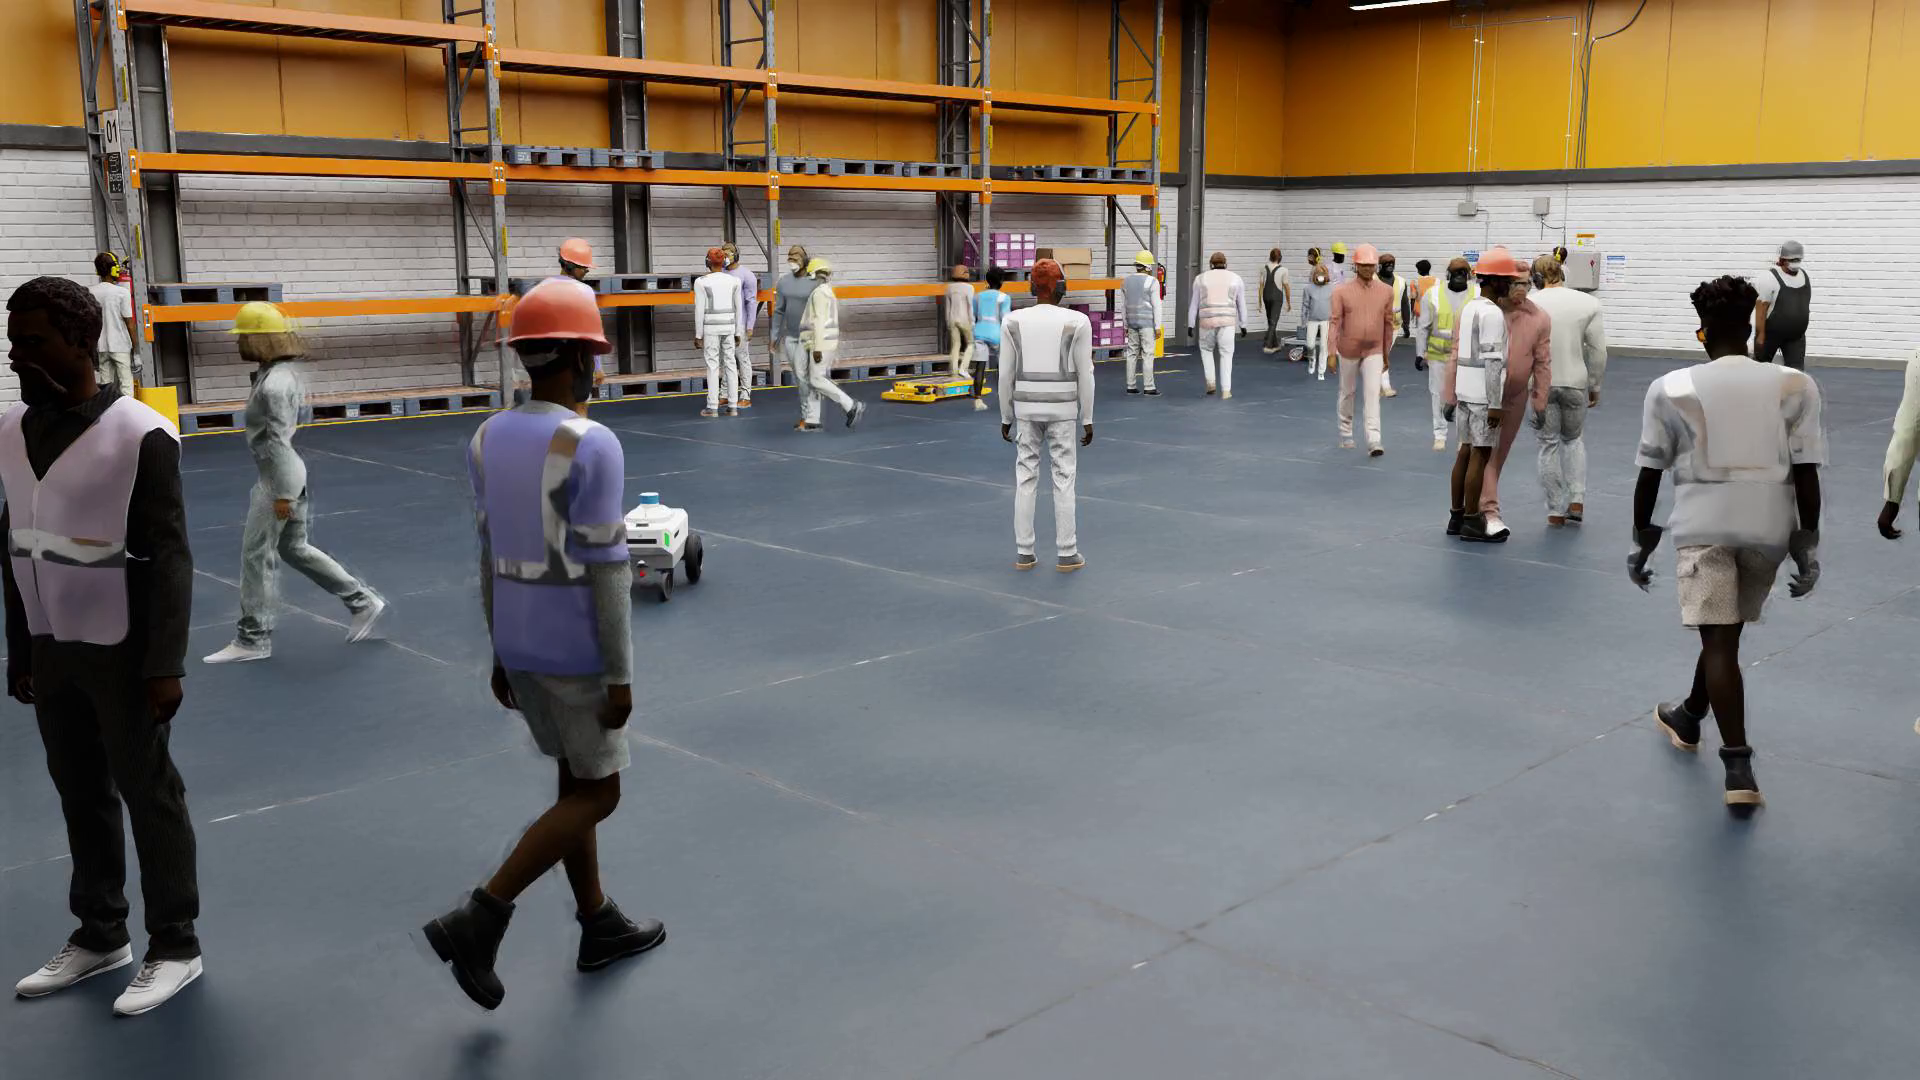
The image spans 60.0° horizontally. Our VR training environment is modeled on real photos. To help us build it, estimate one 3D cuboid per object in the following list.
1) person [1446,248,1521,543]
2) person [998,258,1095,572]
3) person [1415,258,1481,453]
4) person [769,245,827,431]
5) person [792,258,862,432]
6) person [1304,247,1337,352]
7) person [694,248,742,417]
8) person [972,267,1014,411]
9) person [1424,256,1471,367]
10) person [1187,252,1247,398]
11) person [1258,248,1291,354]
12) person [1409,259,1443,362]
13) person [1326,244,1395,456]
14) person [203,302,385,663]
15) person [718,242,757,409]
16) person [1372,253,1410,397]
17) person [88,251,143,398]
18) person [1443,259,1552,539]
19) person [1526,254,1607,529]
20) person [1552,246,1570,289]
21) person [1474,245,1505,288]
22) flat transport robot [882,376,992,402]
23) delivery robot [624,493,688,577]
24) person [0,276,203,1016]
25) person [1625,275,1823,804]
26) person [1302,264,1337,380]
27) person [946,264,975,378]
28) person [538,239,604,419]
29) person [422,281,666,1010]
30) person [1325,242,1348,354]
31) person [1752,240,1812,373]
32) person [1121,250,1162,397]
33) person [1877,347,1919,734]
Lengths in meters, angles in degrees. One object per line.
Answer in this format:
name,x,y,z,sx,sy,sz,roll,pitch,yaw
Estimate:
person,3.490,-0.957,11.044,0.375,1.935,0.550,0,10,-2
person,0.523,-0.746,10.040,0.584,1.882,0.337,3,11,16
person,4.550,-1.692,15.422,0.649,1.810,0.856,3,11,18
person,-1.682,-2.082,17.219,0.642,1.917,0.619,8,13,37
person,-1.382,-2.001,17.136,0.640,1.793,0.619,0,10,-1
person,6.042,-4.005,27.967,0.734,1.832,0.532,3,11,16
person,-2.706,-2.316,18.604,0.574,1.883,0.356,-7,13,-34
person,0.402,-2.353,19.435,0.537,1.641,0.884,5,12,27
person,7.261,-3.318,24.519,0.919,1.722,0.537,10,14,43
person,3.227,-2.689,20.847,0.744,1.805,0.588,1,10,7
person,5.400,-4.103,28.597,0.522,1.804,0.889,7,13,34
person,7.364,-3.604,26.266,0.543,1.646,0.873,4,11,21
person,3.719,-1.764,15.453,0.638,1.933,1.053,0,10,1
person,-3.233,-0.284,7.983,0.796,1.718,0.496,-4,11,-21
person,-2.665,-2.511,19.513,0.627,1.940,0.372,6,12,28
person,5.388,-2.738,21.157,0.641,1.798,0.953,-2,11,-13
person,-7.867,-1.738,15.489,0.514,1.872,0.328,1,10,7
person,3.634,-0.925,11.085,0.657,1.854,0.957,-1,10,-7
person,4.118,-1.028,11.566,0.672,1.888,0.531,2,11,13
person,9.298,-3.608,25.733,0.551,1.856,0.516,9,14,40
person,8.467,-3.729,26.377,0.675,1.849,0.970,-1,10,-7
flat transport robot,-0.276,-1.885,20.653,0.652,0.197,1.431,7,13,35
delivery robot,-1.764,-0.026,9.487,0.477,0.478,0.707,0,10,-1
person,-2.266,0.277,4.374,0.594,1.916,0.387,4,11,21
person,2.816,-0.020,6.123,0.610,1.880,1.088,1,10,7
person,5.077,-3.074,23.468,0.504,1.620,0.550,2,11,13
person,0.025,-3.005,23.058,0.537,1.614,0.388,8,13,38
person,-3.235,-1.474,13.718,0.635,1.996,0.419,5,12,27
person,-1.111,0.283,4.371,0.542,1.912,0.704,8,13,36
person,6.408,-4.115,28.372,0.447,1.905,0.614,8,13,38
person,9.279,-2.427,18.778,0.686,2.000,1.084,-2,11,-9
person,2.304,-2.719,20.939,0.592,1.833,0.404,9,14,41
person,4.022,-0.166,6.643,0.617,1.977,0.515,1,10,7
